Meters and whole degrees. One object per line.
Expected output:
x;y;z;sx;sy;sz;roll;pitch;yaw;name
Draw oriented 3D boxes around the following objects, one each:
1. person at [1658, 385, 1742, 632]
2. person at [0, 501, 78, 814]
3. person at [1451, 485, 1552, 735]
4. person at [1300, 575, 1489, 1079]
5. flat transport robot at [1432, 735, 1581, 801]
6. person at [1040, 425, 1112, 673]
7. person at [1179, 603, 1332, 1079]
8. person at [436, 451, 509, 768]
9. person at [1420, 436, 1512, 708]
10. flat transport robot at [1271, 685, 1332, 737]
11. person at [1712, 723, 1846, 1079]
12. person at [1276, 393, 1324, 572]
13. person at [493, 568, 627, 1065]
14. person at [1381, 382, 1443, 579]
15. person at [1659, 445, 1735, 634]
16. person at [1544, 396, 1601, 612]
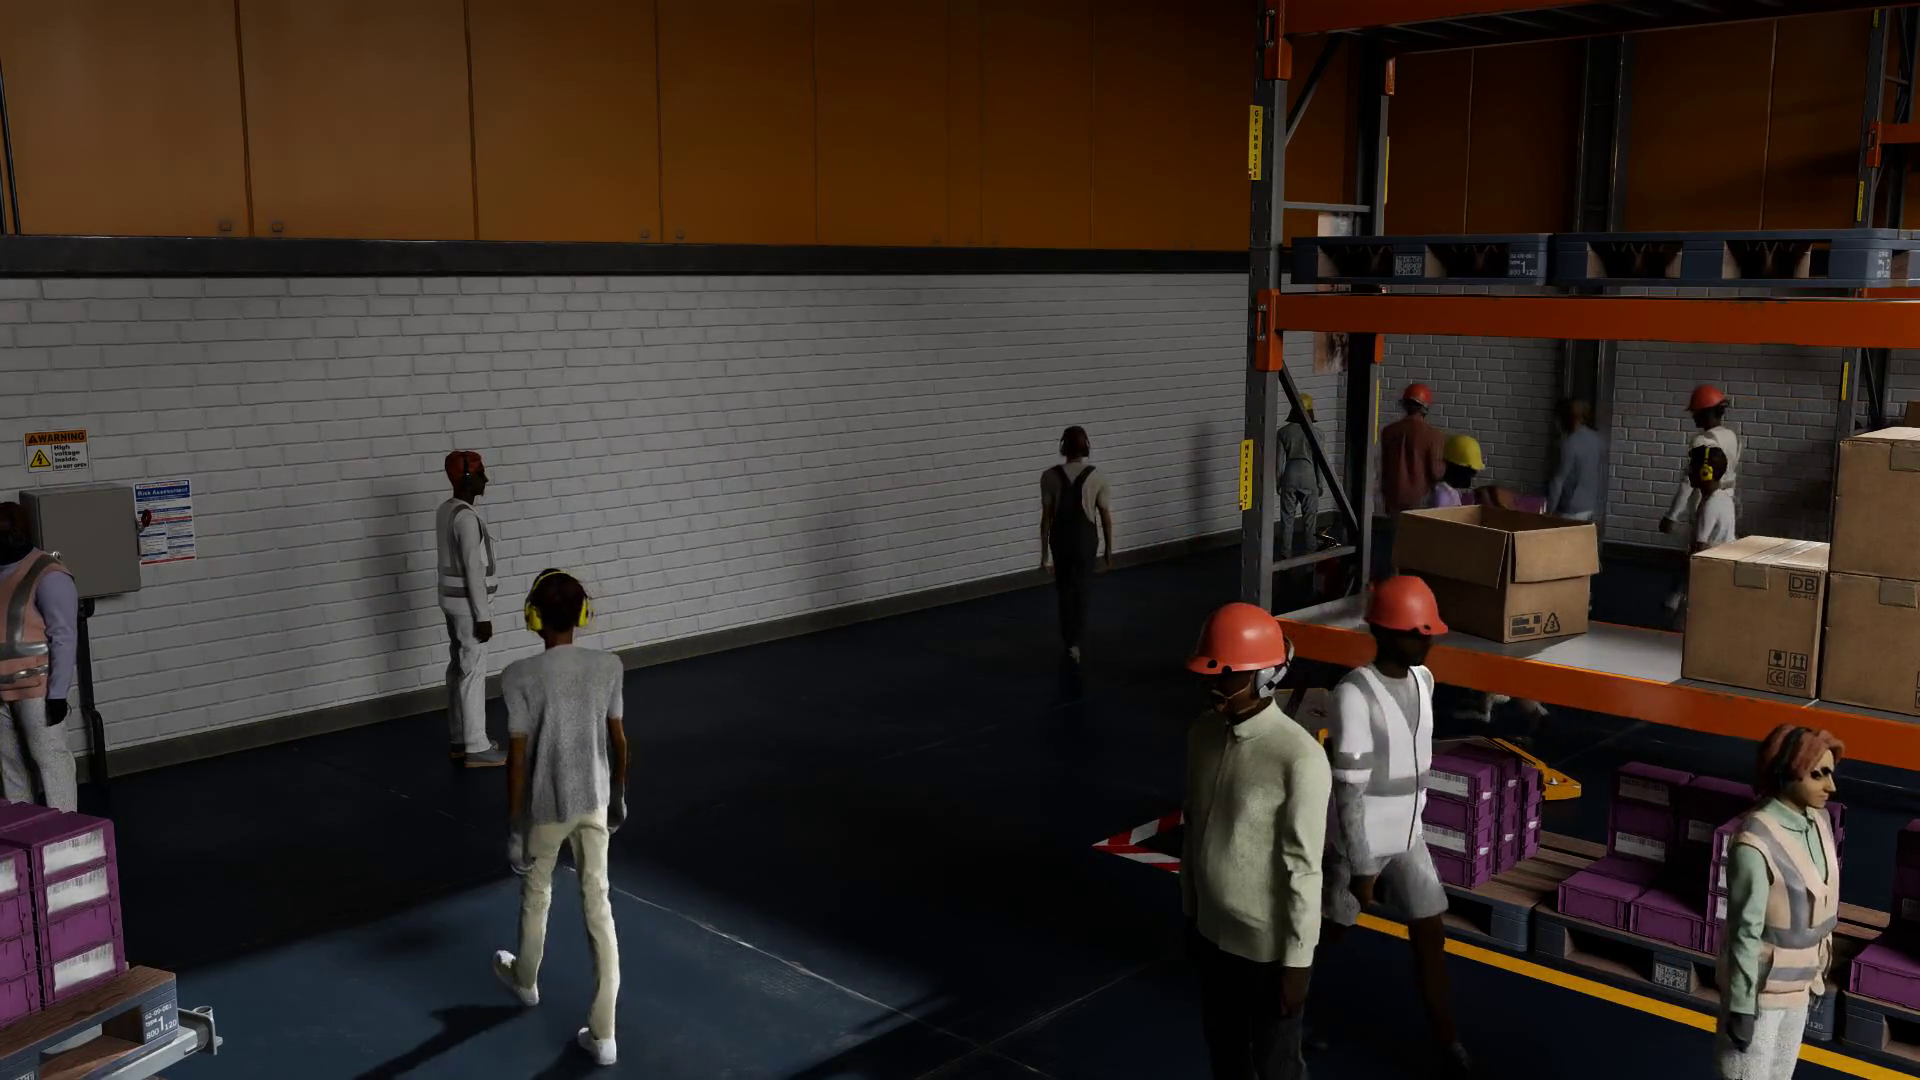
5.926;-0.221;13.303;0.628;2.031;0.435;-8;12;-41;person
-4.587;0.721;8.120;0.621;1.838;0.429;4;10;24;person
3.459;0.443;10.520;0.688;1.608;0.572;8;12;41;person
1.513;1.045;6.004;0.564;1.886;1.010;-7;12;-38;person
2.669;1.299;9.356;1.431;0.197;0.652;-2;9;-10;flat transport robot
0.848;0.056;12.290;0.521;1.813;0.916;2;9;9;person
0.846;1.161;4.983;0.404;1.987;0.608;-5;11;-29;person
-2.915;0.407;9.902;0.356;1.883;0.574;-6;11;-32;person
3.240;0.221;11.118;0.944;1.856;0.680;3;10;17;person
2.220;1.144;10.313;0.652;0.197;1.431;-2;9;-10;flat transport robot
2.419;1.338;4.955;0.531;1.634;0.313;-8;12;-41;person
3.320;-0.559;16.245;0.483;1.745;0.302;4;10;24;person
-1.536;1.012;6.378;0.562;1.812;0.946;-6;11;-34;person
3.875;-0.377;14.417;0.584;1.972;0.623;-9;13;-44;person
4.664;0.312;10.687;0.931;1.826;0.508;5;10;28;person
5.014;-0.230;13.728;0.438;1.915;0.627;7;12;38;person
